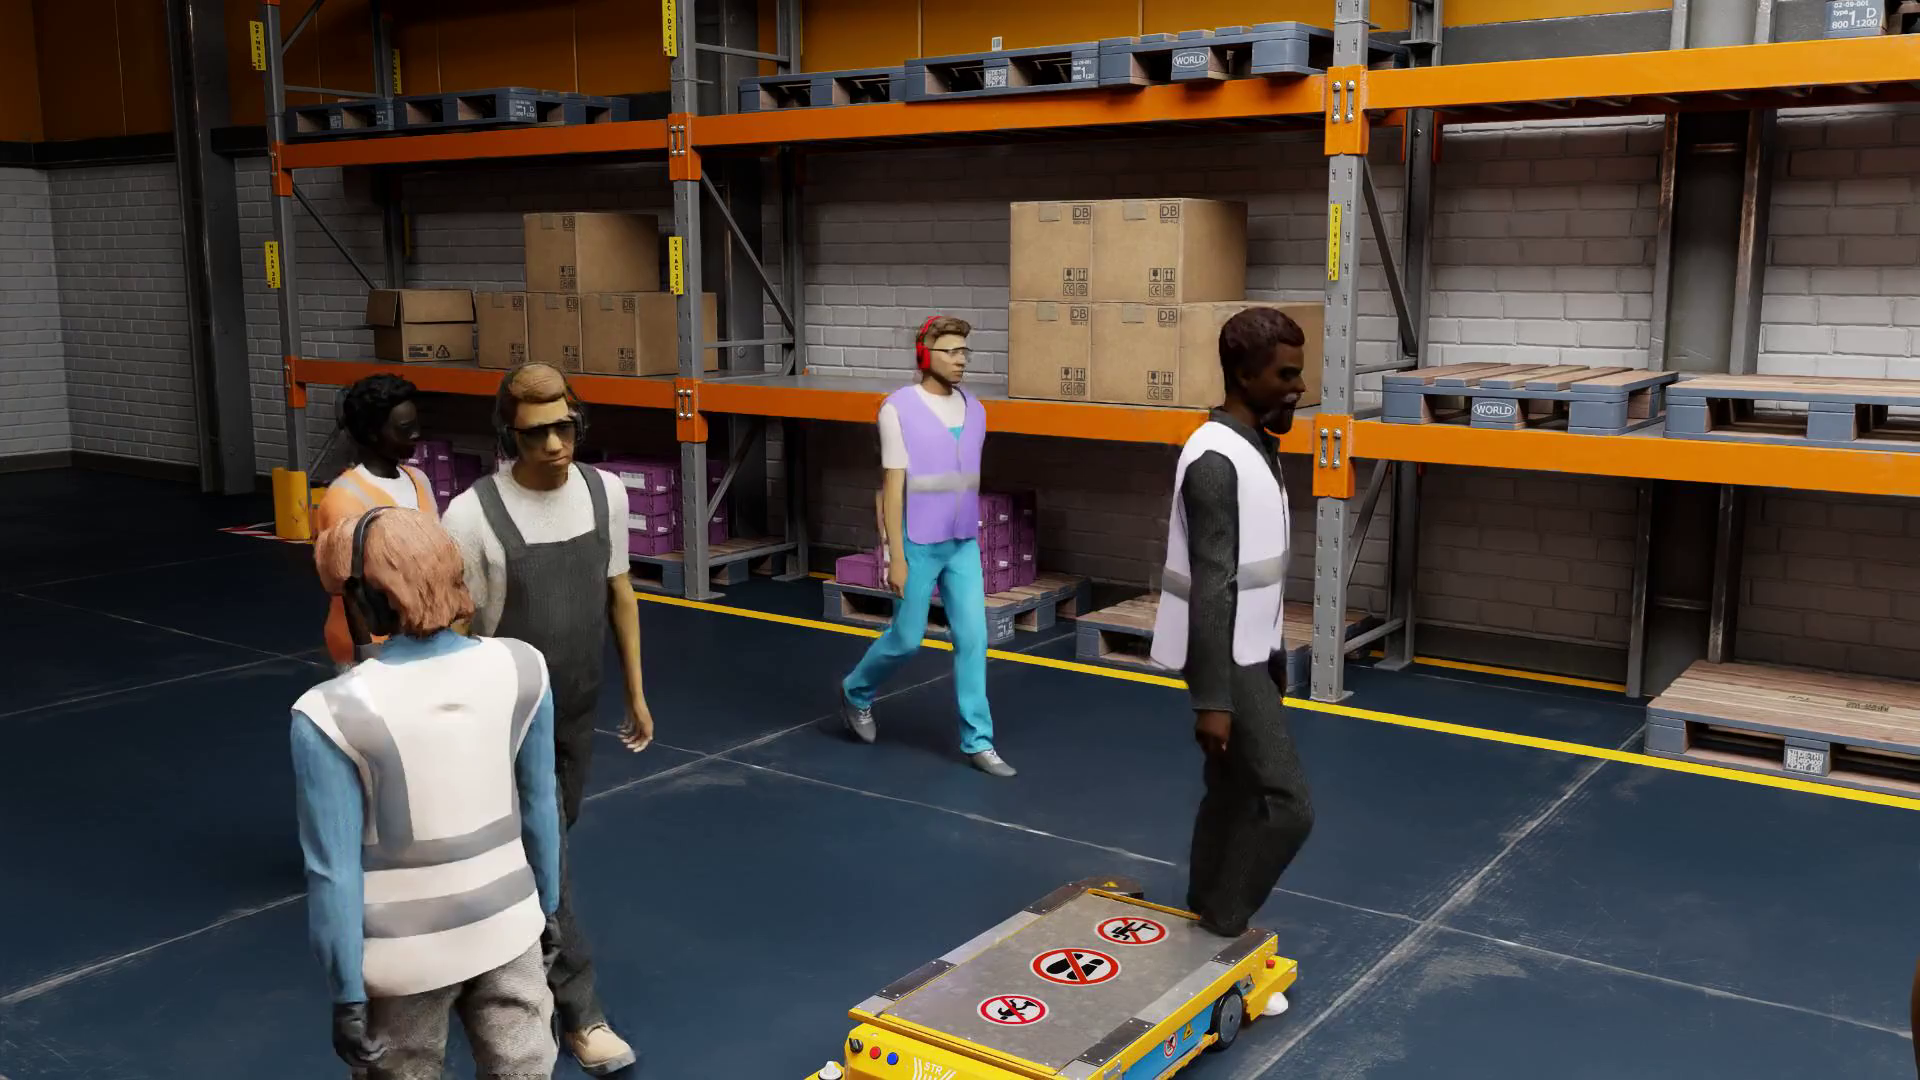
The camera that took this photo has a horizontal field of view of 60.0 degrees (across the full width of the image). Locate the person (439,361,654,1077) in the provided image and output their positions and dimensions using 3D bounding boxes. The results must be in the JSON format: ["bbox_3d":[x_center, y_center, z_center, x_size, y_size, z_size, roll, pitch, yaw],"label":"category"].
[{"bbox_3d":[-1.144,0.417,4.361,0.917,1.807,0.565,9,13,42],"label":"person"}]

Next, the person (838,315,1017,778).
[{"bbox_3d":[-0.140,0.010,6.671,0.576,1.819,0.846,-9,13,-43],"label":"person"}]

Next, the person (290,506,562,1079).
[{"bbox_3d":[-0.862,0.738,2.923,0.683,1.610,0.512,8,13,40],"label":"person"}]

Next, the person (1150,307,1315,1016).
[{"bbox_3d":[0.770,0.338,4.457,0.502,1.902,0.685,3,10,17],"label":"person"}]

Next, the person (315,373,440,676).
[{"bbox_3d":[-1.781,0.322,5.173,0.396,1.684,0.538,3,10,15],"label":"person"}]

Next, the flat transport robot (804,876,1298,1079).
[{"bbox_3d":[0.254,1.194,4.191,0.652,0.197,1.431,7,12,35],"label":"flat transport robot"}]
